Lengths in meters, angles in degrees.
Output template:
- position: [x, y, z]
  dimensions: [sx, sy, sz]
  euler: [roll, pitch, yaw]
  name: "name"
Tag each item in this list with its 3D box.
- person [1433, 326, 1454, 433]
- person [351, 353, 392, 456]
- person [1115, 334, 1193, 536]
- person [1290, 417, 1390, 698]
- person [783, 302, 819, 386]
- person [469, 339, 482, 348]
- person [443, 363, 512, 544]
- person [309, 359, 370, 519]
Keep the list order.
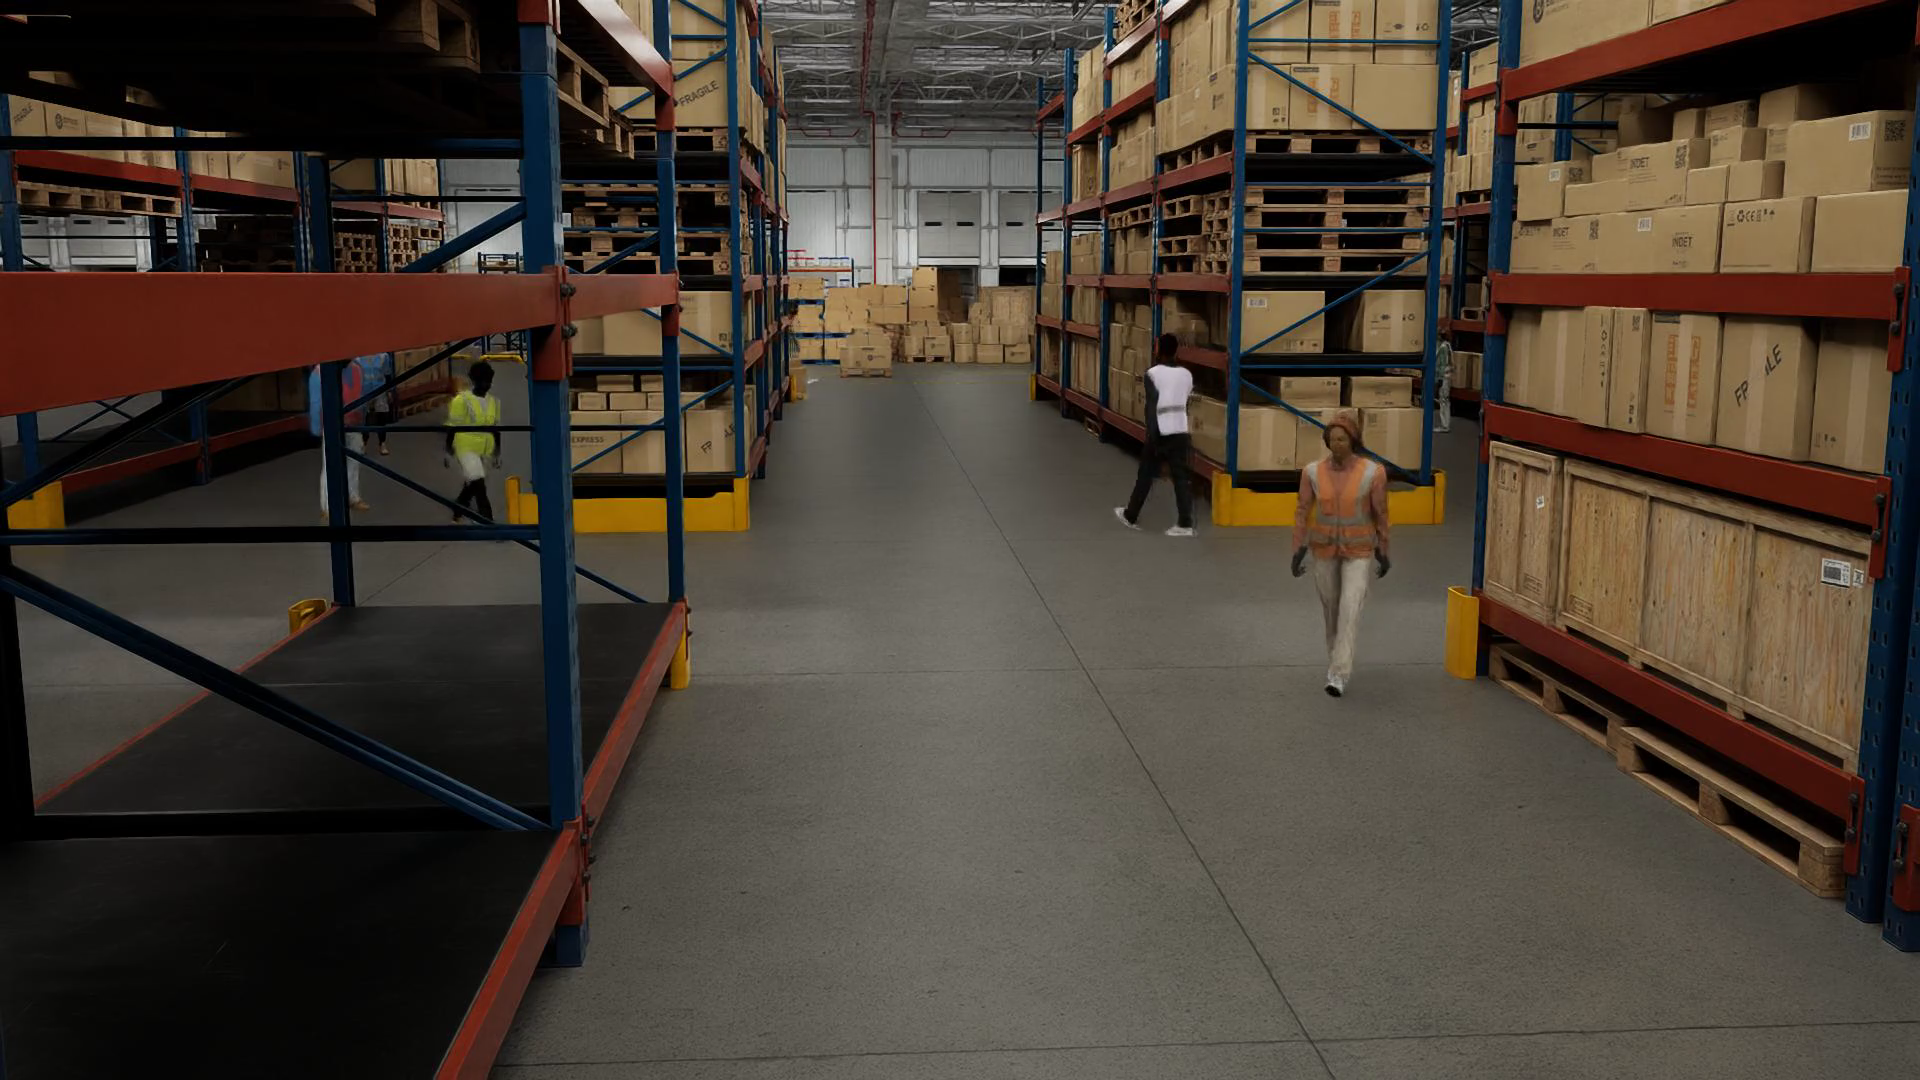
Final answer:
- position: [7.395, -2.453, 25.449]
  dimensions: [0.319, 1.628, 0.508]
  euler: [3, 9, 17]
  name: "person"
- position: [-7.841, -1.961, 22.145]
  dimensions: [0.539, 1.695, 0.319]
  euler: [-3, 10, -20]
  name: "person"
- position: [1.882, -0.981, 15.506]
  dimensions: [0.614, 1.851, 1.030]
  euler: [-6, 11, -35]
  name: "person"
- position: [2.182, 0.090, 9.597]
  dimensions: [0.533, 1.584, 0.901]
  euler: [4, 10, 26]
  name: "person"
- position: [-3.545, -4.212, 35.906]
  dimensions: [0.985, 1.820, 0.513]
  euler: [2, 9, 10]
  name: "person"
- position: [-15.973, -7.276, 54.825]
  dimensions: [0.383, 1.918, 0.597]
  euler: [-8, 12, -41]
  name: "person"
- position: [-4.391, -0.788, 14.992]
  dimensions: [0.906, 1.626, 0.589]
  euler: [5, 10, 30]
  name: "person"
- position: [-6.198, -1.142, 16.654]
  dimensions: [0.445, 1.827, 0.669]
  euler: [4, 10, 25]
  name: "person"
